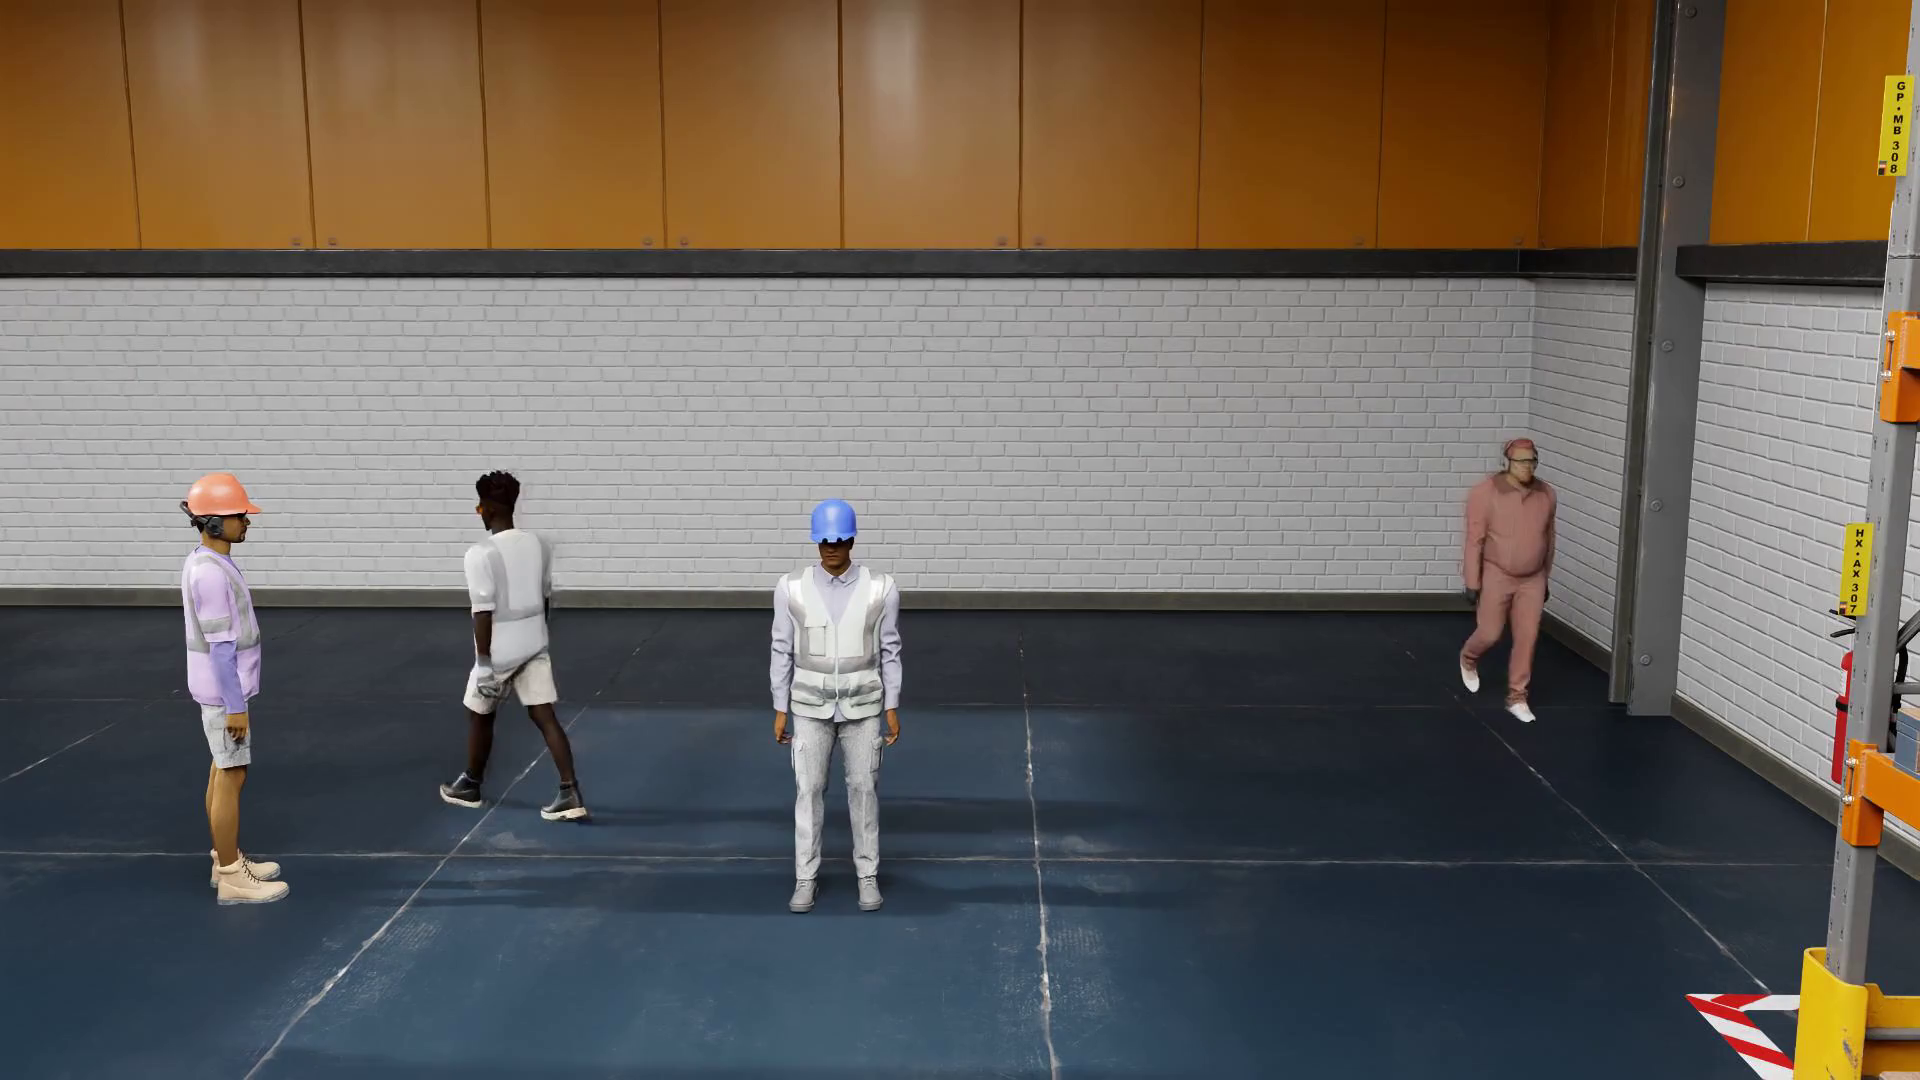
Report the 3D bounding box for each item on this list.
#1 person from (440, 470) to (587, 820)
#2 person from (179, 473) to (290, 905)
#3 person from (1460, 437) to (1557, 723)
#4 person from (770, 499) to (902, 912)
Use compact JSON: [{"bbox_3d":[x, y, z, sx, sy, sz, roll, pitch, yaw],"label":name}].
[{"bbox_3d":[-2.433,0.572,9.043,1.023,1.914,0.622,6,11,32],"label":"person"},{"bbox_3d":[-3.452,0.699,7.880,0.371,2.044,0.608,-5,11,-27],"label":"person"},{"bbox_3d":[3.664,0.233,11.173,0.639,1.884,0.735,-1,10,-7],"label":"person"},{"bbox_3d":[-0.576,0.767,7.751,0.614,1.947,0.388,-1,9,-4],"label":"person"}]
